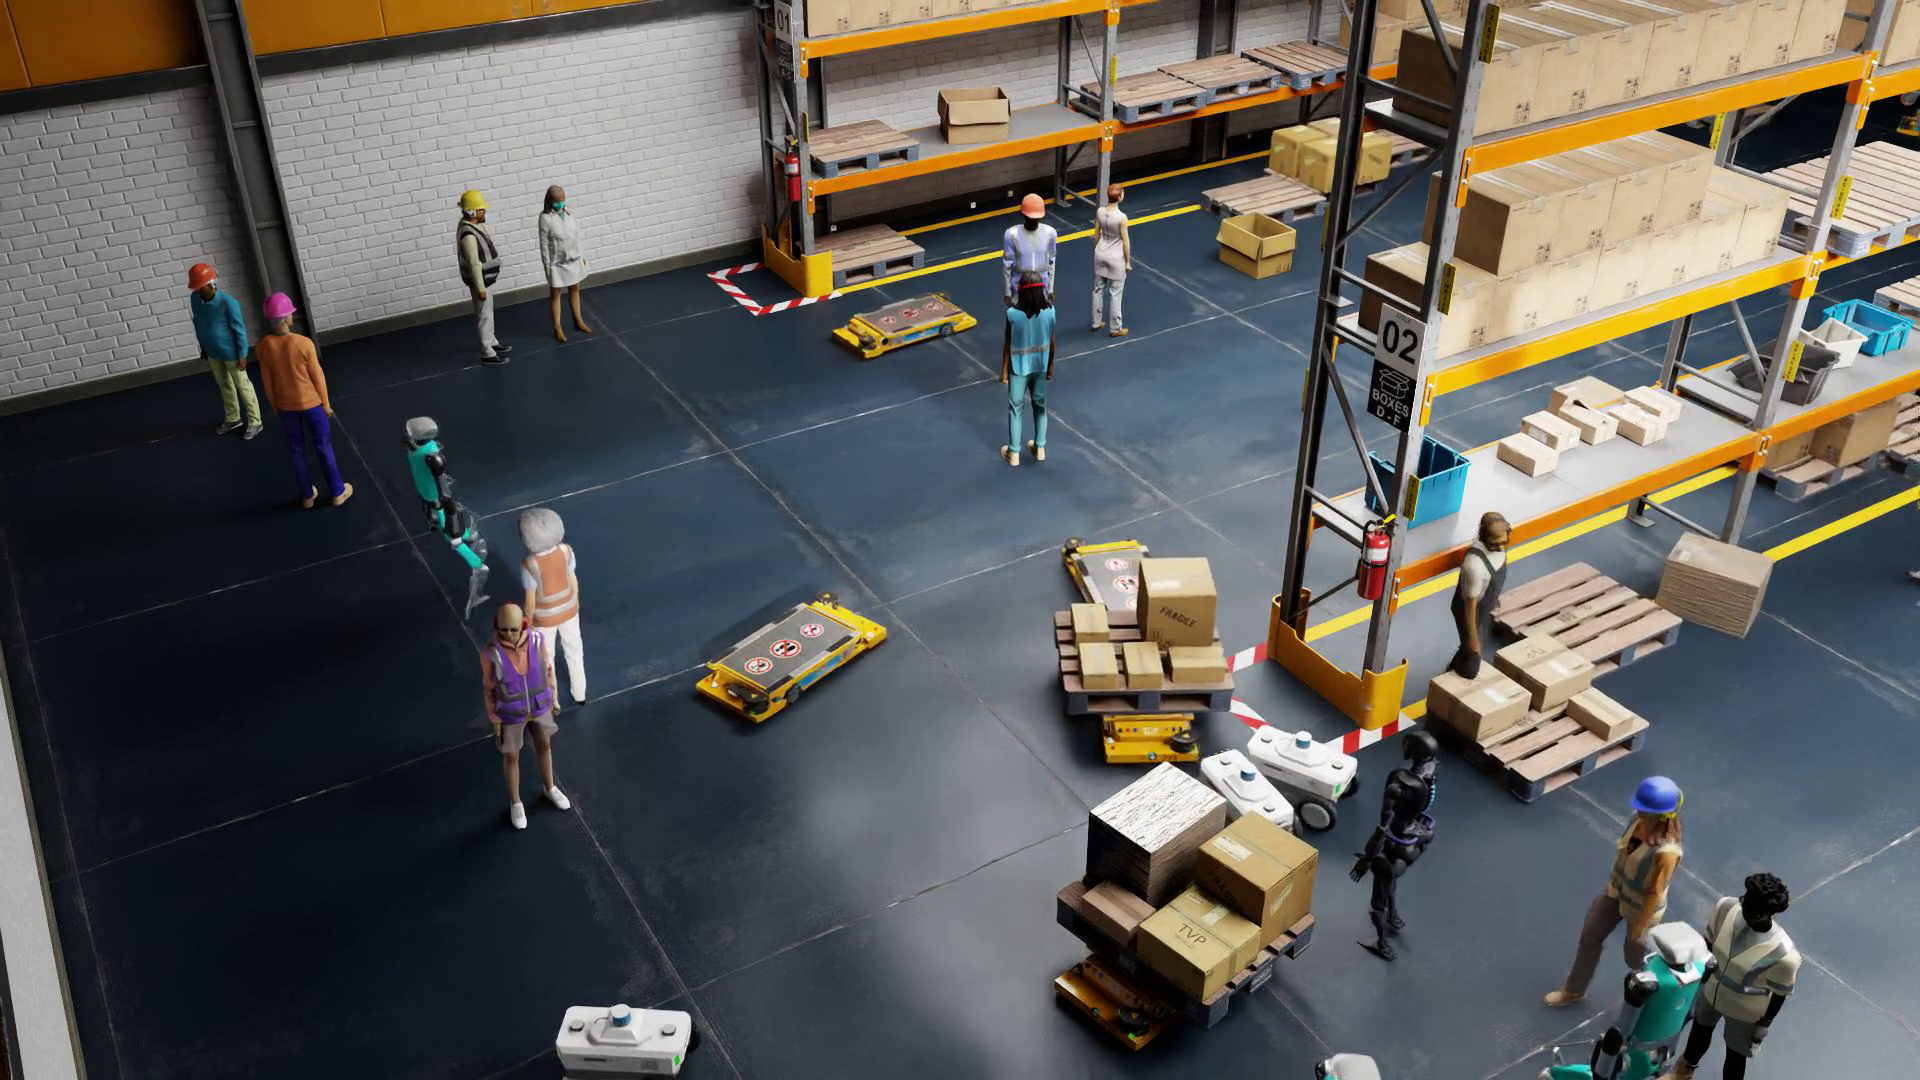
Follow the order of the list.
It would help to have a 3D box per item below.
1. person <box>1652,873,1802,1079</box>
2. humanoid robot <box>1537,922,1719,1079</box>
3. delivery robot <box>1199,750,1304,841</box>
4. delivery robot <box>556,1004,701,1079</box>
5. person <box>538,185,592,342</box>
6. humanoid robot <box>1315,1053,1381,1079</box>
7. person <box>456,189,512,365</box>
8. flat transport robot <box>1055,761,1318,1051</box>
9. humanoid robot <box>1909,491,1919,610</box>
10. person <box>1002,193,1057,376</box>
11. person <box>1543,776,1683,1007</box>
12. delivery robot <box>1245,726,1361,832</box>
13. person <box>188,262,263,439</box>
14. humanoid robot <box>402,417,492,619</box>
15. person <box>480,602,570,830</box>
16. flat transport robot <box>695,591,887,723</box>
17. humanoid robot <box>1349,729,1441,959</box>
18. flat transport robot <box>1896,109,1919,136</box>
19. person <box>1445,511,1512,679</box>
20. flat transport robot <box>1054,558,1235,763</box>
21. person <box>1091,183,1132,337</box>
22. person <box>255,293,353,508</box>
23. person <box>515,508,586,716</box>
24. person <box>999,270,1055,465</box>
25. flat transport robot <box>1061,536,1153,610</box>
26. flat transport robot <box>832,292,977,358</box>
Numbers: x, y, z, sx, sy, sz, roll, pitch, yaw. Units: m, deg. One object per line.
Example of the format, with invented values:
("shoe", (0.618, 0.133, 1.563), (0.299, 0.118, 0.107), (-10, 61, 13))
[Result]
("person", (4.108, 2.432, 8.859), (0.316, 1.695, 0.540), (-15, 35, -22))
("humanoid robot", (3.382, 2.592, 8.594), (0.567, 1.809, 0.767), (-14, 35, -21))
("delivery robot", (1.897, 1.758, 11.025), (0.499, 0.609, 0.813), (-14, 35, -21))
("delivery robot", (-1.853, 2.835, 9.288), (0.785, 0.589, 0.499), (2, 32, 3))
("person", (-4.145, -2.906, 17.403), (0.484, 1.663, 0.339), (-28, 41, -37))
("humanoid robot", (2.040, 3.099, 7.824), (0.866, 1.843, 0.559), (-4, 32, -6))
("person", (-4.853, -2.669, 16.881), (0.403, 1.825, 0.589), (-6, 33, -9))
("flat transport robot", (1.307, 2.488, 10.116), (1.431, 0.231, 0.659), (-26, 41, -35))
("humanoid robot", (7.939, -0.295, 13.169), (0.844, 1.753, 0.535), (-10, 33, -15))
("person", (0.692, -2.513, 16.521), (0.543, 1.939, 0.350), (-7, 33, -11))
("person", (3.903, 2.031, 9.455), (0.775, 1.750, 0.474), (-6, 33, -10))
("delivery robot", (2.341, 1.573, 11.313), (0.773, 0.601, 0.527), (19, 37, 27))
("person", (-6.890, -1.773, 15.516), (0.562, 1.748, 0.332), (13, 34, 19))
("humanoid robot", (-3.898, -0.185, 13.032), (0.699, 1.820, 0.548), (-24, 39, -33))
("person", (-2.868, 1.125, 10.949), (0.484, 1.692, 0.349), (-19, 37, -28))
("flat transport robot", (-1.274, 0.876, 12.688), (0.659, 0.231, 1.431), (23, 39, 32))
("humanoid robot", (2.579, 1.795, 9.889), (0.589, 1.657, 0.373), (-27, 41, -36))
("flat transport robot", (13.930, -5.737, 23.233), (1.431, 0.231, 0.659), (18, 36, 27))
("person", (3.631, 0.518, 11.804), (0.414, 1.817, 0.616), (19, 37, 27))
("flat transport robot", (1.337, 1.126, 12.288), (0.659, 0.231, 1.431), (-1, 32, -1))
("person", (1.594, -2.942, 17.462), (0.459, 1.659, 0.278), (24, 39, 33))
("person", (-5.703, -1.191, 14.377), (0.505, 1.980, 0.391), (-2, 32, -4))
("person", (-2.912, 0.518, 11.918), (0.470, 1.689, 0.335), (-25, 40, -34))
("person", (0.614, -1.549, 15.062), (0.503, 1.862, 0.395), (-11, 34, -18))
("flat transport robot", (1.322, 0.402, 13.442), (0.659, 0.231, 1.431), (-7, 33, -11))
("flat transport robot", (-0.587, -2.303, 17.756), (1.431, 0.231, 0.659), (-21, 38, -29))
